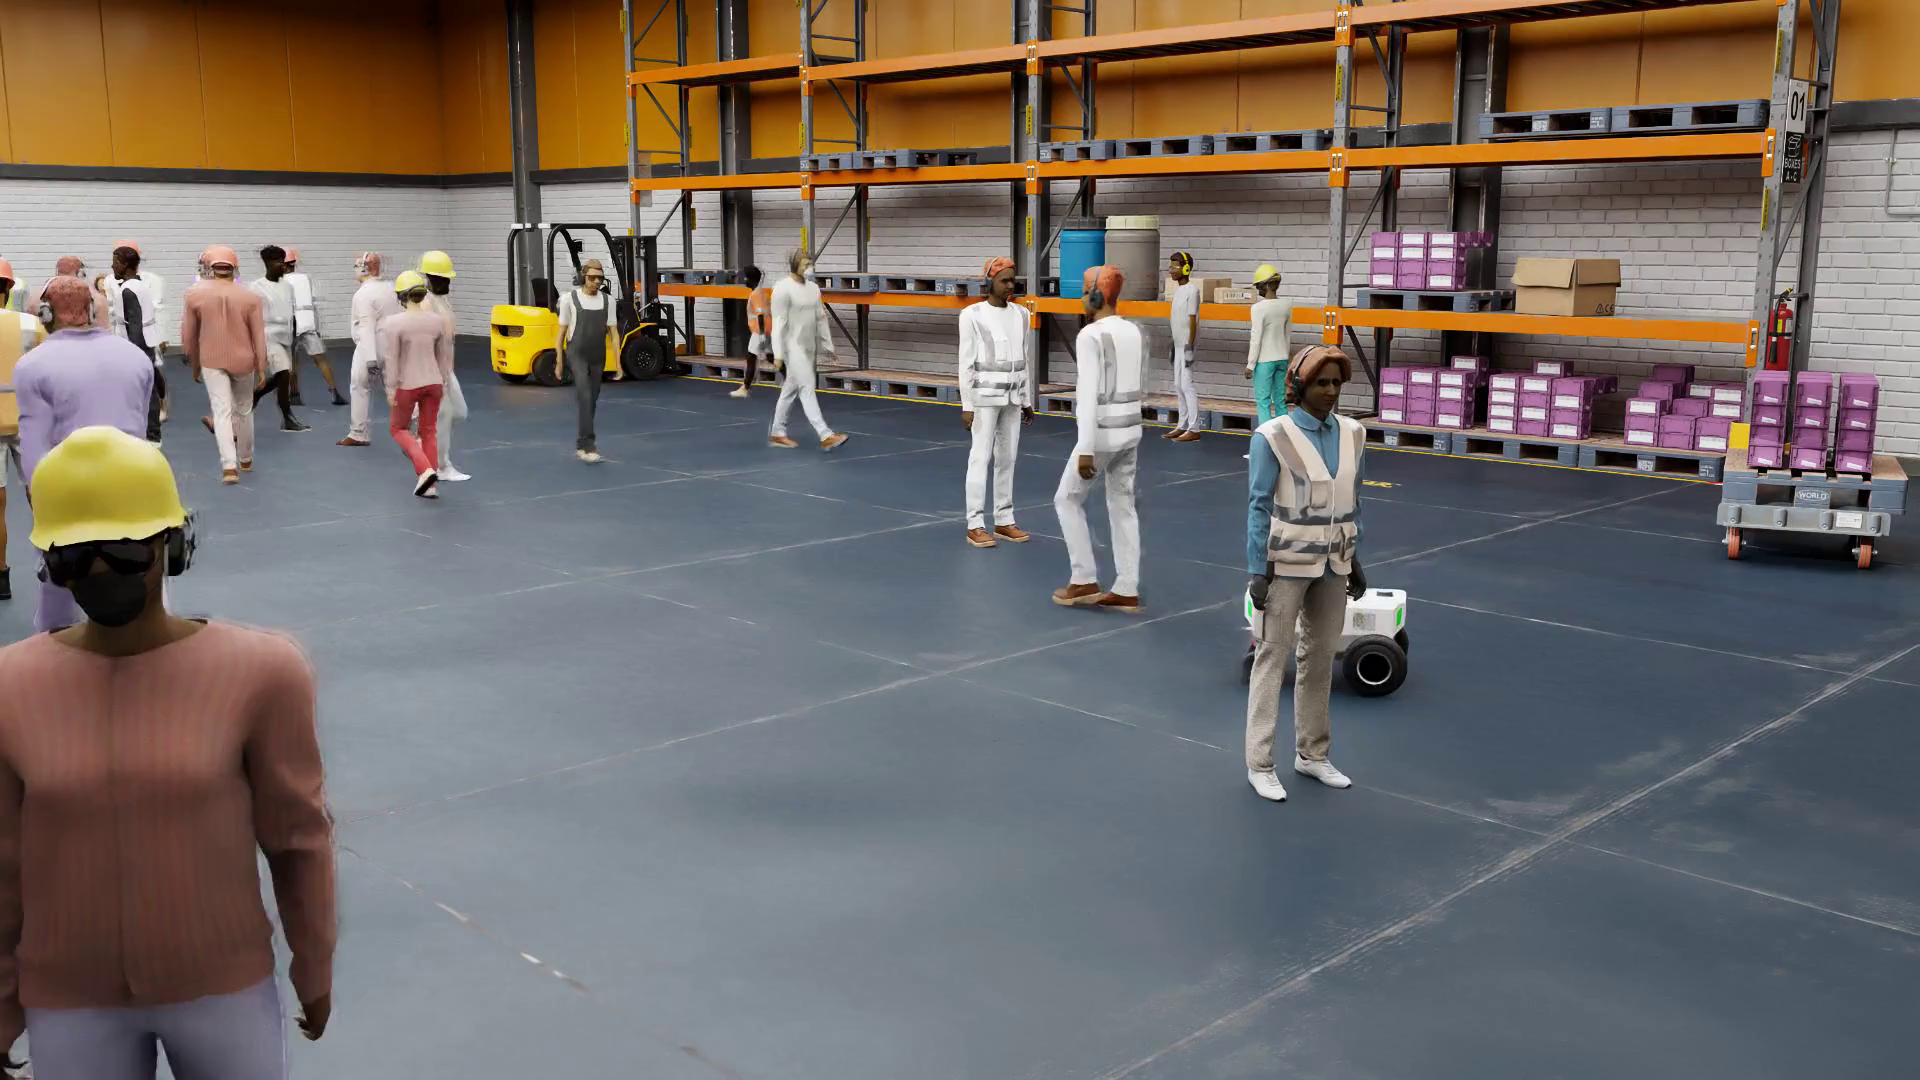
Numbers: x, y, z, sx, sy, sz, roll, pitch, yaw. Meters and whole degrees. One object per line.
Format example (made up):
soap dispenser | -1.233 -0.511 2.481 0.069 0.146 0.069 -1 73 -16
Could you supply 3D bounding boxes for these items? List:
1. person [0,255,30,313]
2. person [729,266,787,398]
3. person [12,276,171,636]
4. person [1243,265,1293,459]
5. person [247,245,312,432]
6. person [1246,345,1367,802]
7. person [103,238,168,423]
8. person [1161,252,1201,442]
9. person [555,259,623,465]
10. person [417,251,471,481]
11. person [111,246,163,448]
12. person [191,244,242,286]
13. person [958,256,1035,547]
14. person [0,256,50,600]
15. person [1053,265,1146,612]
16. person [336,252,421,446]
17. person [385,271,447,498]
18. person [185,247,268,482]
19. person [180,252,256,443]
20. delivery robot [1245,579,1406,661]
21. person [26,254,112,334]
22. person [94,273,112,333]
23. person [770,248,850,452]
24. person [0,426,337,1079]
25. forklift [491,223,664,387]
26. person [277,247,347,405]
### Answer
person | -11.027 -2.383 19.173 0.632 1.827 0.460 -7 12 -32
person | -2.420 -2.588 20.726 0.870 1.649 0.569 0 10 -1
person | -3.859 -0.237 7.390 1.040 1.849 0.631 8 13 37
person | 2.774 -1.596 15.021 0.524 1.760 0.327 -8 13 -38
person | -7.153 -2.074 17.172 0.873 1.937 0.615 3 11 16
person | 1.249 0.116 6.012 0.523 1.636 0.309 -6 12 -28
person | -8.684 -2.190 17.621 0.627 2.005 1.024 -1 10 -4
person | 2.203 -1.900 16.415 0.318 1.860 0.509 -2 11 -13
person | -3.245 -1.562 14.686 0.523 1.805 0.784 -8 13 -38
person | -4.290 -1.407 13.602 0.468 1.895 0.600 0 10 -1
person | -7.800 -1.819 15.796 0.395 1.920 0.587 -3 11 -17
person | -8.657 -2.488 19.446 0.562 1.917 0.450 -3 11 -16
person | 0.244 -0.902 10.884 0.586 1.883 0.341 -8 13 -38
person | -5.318 -0.628 9.279 0.543 1.928 0.373 -5 12 -27
person | 0.728 -0.538 8.966 0.643 1.860 0.611 8 13 39
person | -5.544 -1.820 15.937 0.931 1.876 0.645 2 11 12
person | -4.169 -1.179 12.744 0.380 1.752 0.529 9 14 40
person | -6.097 -1.464 13.857 0.604 1.933 1.072 -5 11 -25
person | -7.384 -1.902 16.435 1.036 1.844 0.650 7 12 33
delivery robot | 1.651 0.332 7.532 0.707 0.478 0.477 3 11 15
person | -7.323 -1.432 13.837 0.758 1.875 0.456 -2 11 -9
person | -9.390 -2.153 18.448 0.508 1.614 0.628 -4 11 -20
person | -1.430 -1.775 15.626 1.002 1.885 0.654 6 12 28
person | -1.271 0.677 2.656 0.529 1.751 0.598 -3 11 -17
forklift | -5.316 -3.263 22.920 2.313 2.155 1.214 -10 14 -44
person | -7.750 -2.523 19.752 0.744 1.896 0.624 5 12 27
